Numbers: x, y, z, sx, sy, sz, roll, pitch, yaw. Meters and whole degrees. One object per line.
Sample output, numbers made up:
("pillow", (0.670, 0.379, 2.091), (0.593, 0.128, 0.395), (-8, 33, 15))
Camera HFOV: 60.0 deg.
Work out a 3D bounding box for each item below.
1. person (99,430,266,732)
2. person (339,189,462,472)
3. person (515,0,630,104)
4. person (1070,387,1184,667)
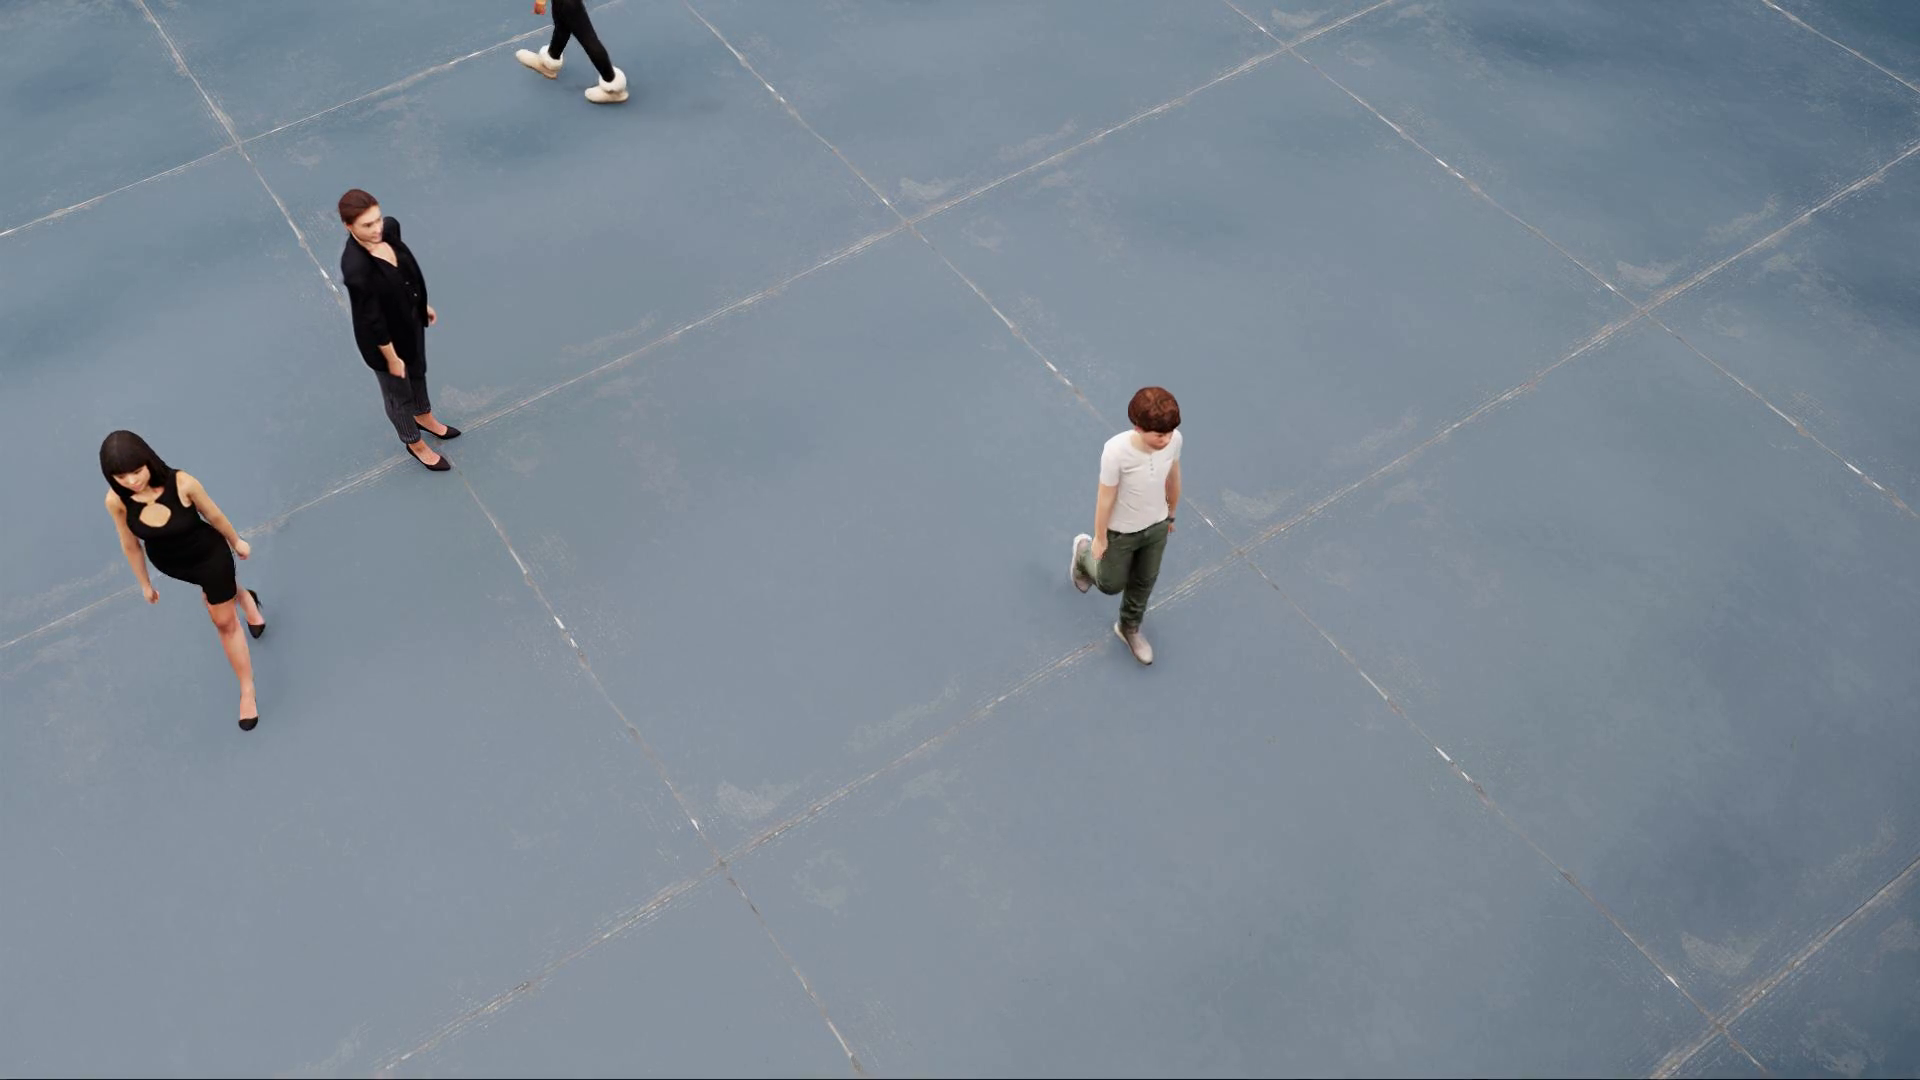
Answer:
("person", (-3.395, 0.030, 7.373), (0.865, 1.606, 1.128), (-10, 53, -7))
("person", (-2.762, -1.022, 8.118), (0.790, 1.717, 0.724), (6, 52, 4))
("person", (-2.290, -3.320, 9.951), (1.095, 1.632, 1.018), (10, 53, 8))
("person", (0.736, -0.123, 7.467), (0.673, 1.645, 0.930), (-21, 55, -15))
